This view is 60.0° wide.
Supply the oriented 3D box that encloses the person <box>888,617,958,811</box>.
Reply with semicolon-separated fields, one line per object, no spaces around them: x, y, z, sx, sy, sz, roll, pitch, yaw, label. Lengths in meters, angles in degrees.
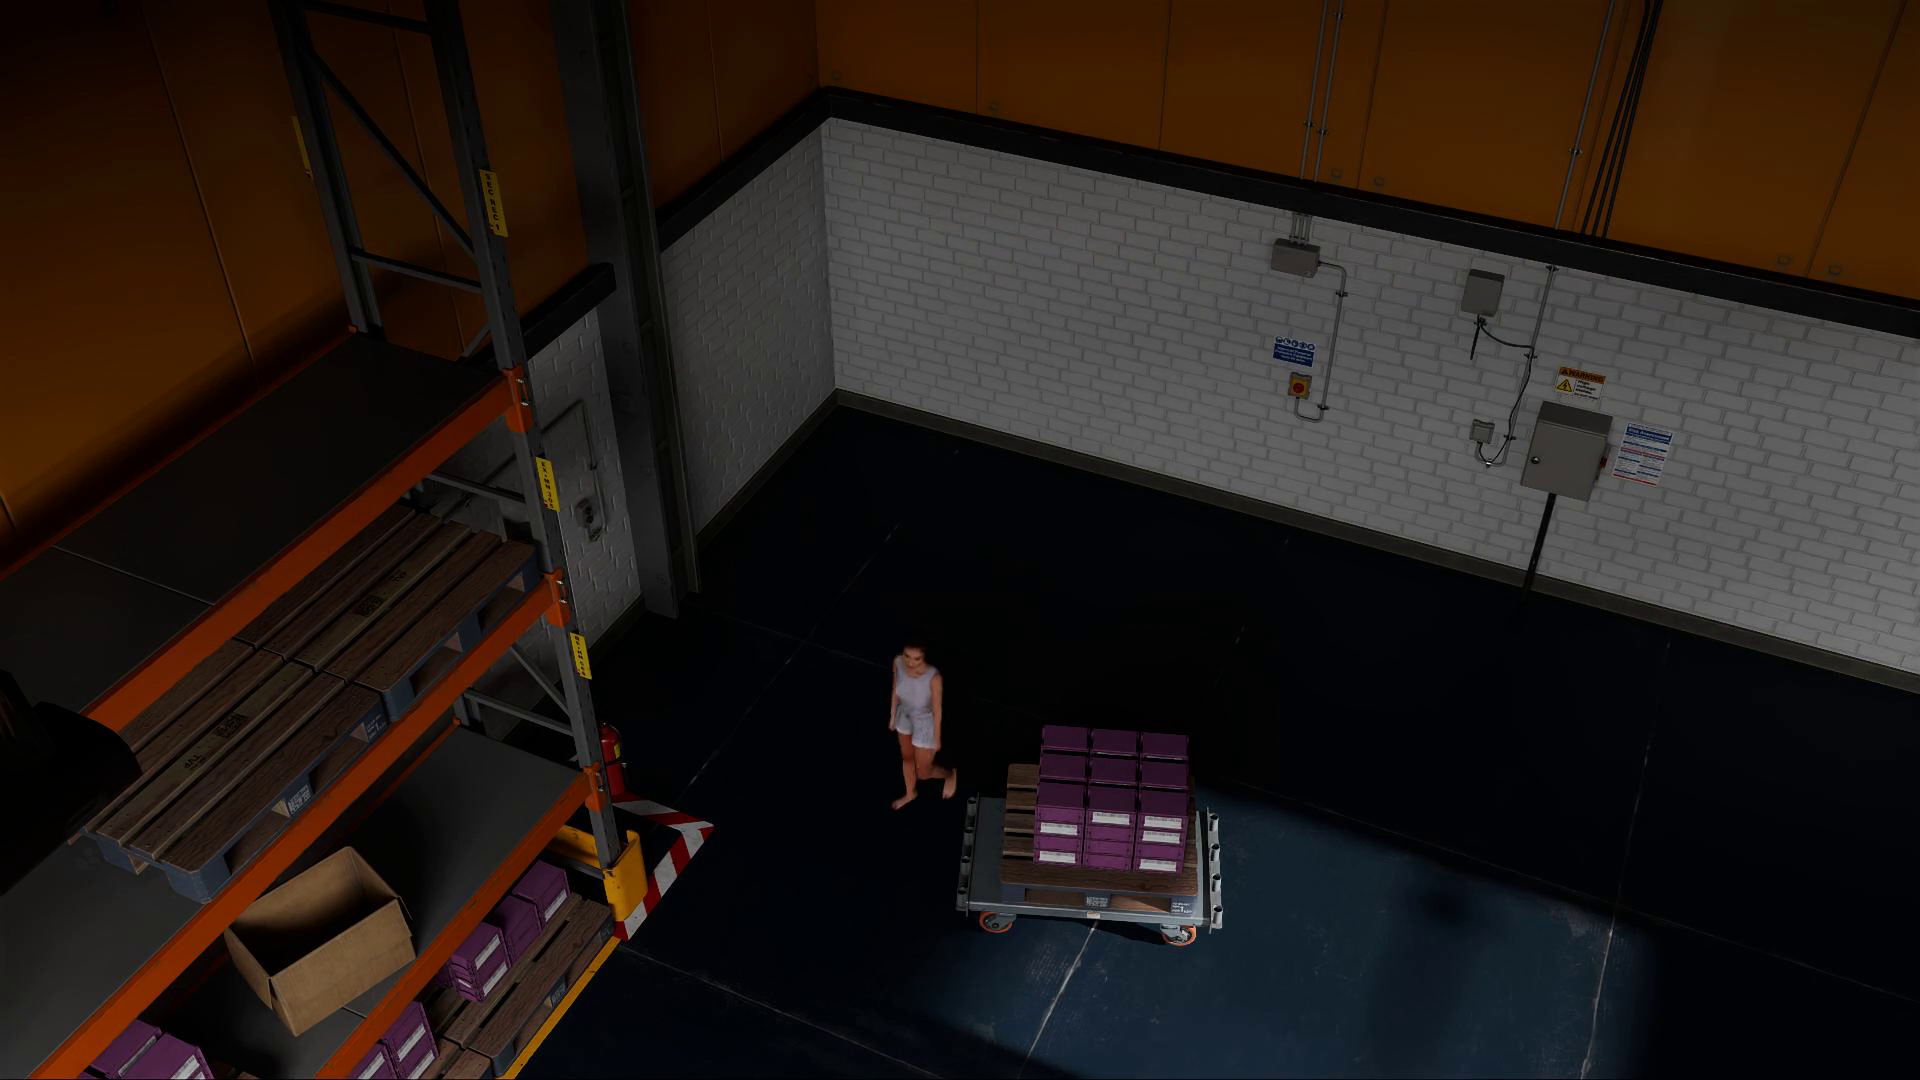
-0.209;1.151;10.948;0.762;1.627;0.692;-31;48;-33;person
